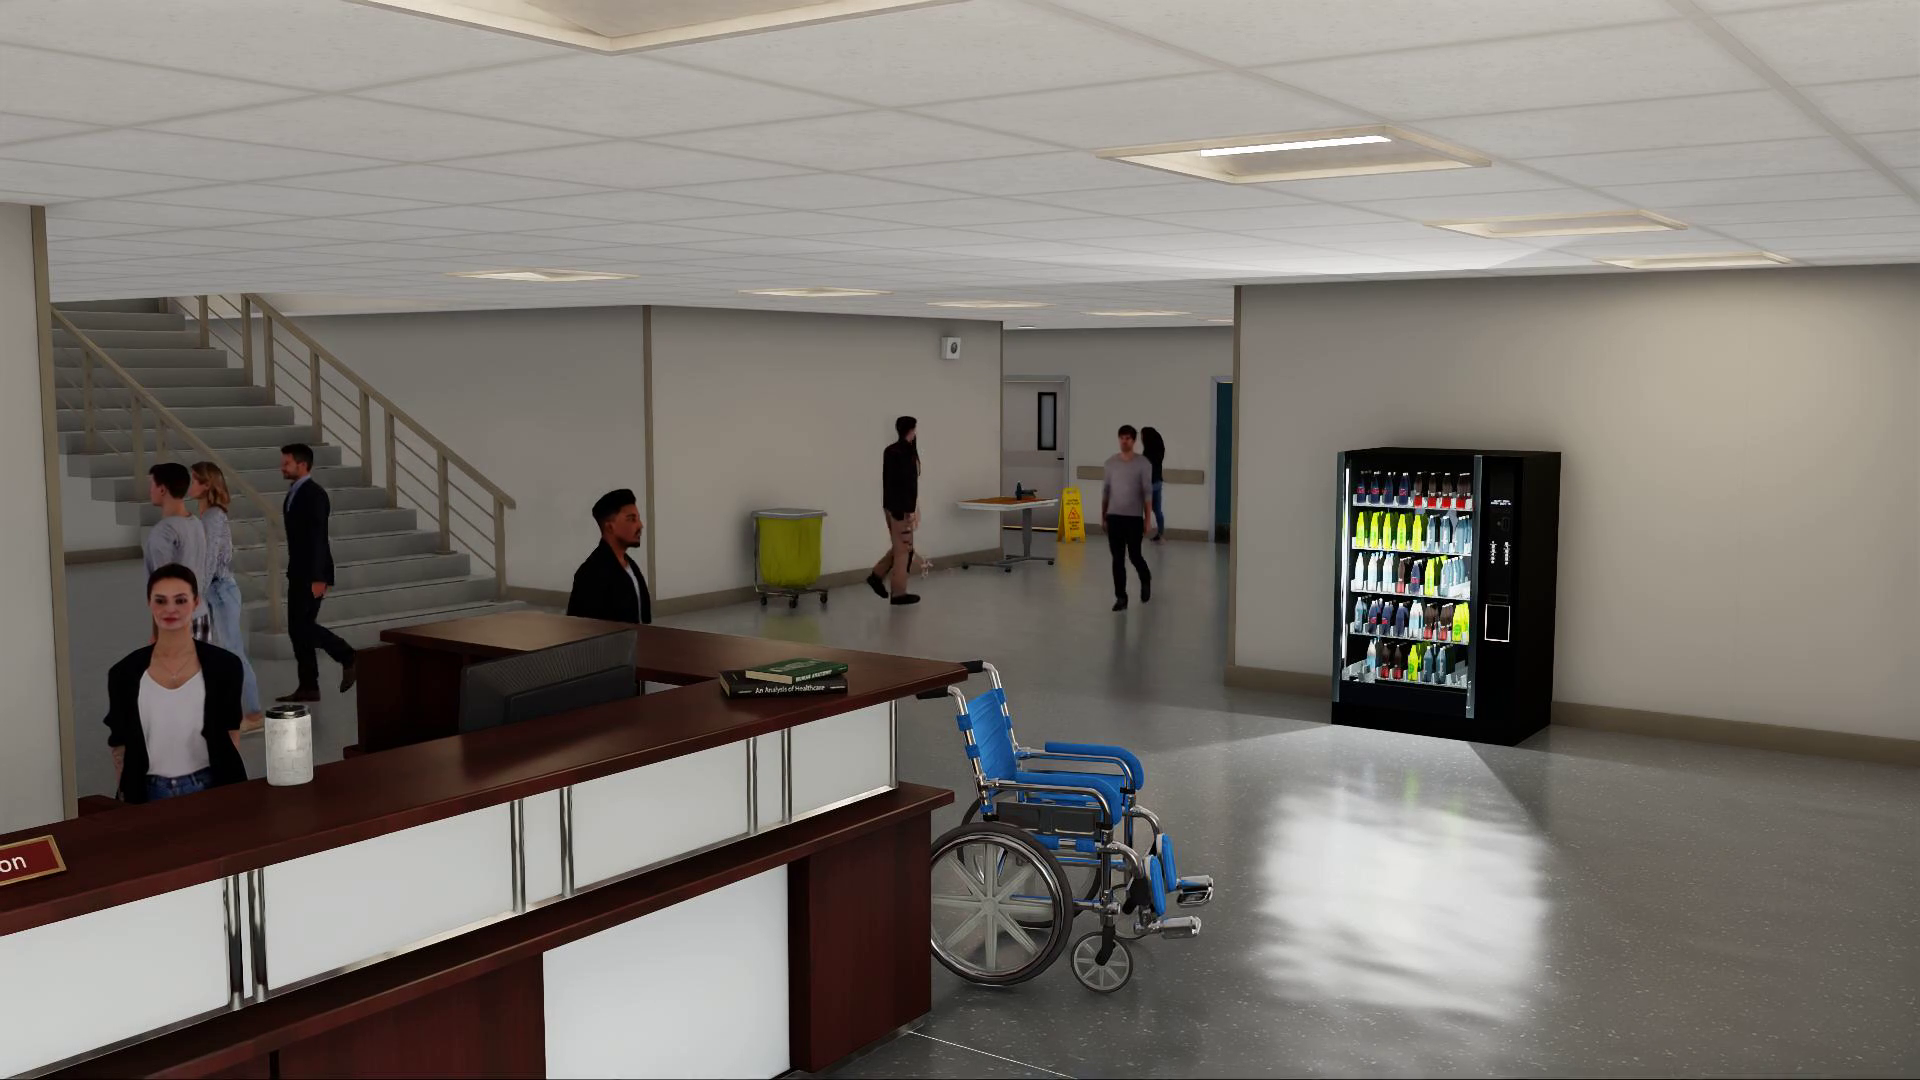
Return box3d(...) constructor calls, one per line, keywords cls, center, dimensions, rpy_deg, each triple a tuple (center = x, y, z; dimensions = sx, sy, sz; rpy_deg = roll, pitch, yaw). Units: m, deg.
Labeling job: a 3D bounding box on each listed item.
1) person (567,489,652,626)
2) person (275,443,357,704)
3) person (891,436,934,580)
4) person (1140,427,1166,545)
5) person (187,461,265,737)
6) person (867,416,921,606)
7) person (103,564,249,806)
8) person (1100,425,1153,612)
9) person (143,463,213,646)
box3d(cls="person", center=(-1.731, 0.659, 7.915), dimensions=(0.916, 1.799, 0.853), rpy_deg=(1, 6, 12))
box3d(cls="person", center=(-4.525, 0.247, 11.768), dimensions=(0.815, 1.847, 0.836), rpy_deg=(-5, 8, -40))
box3d(cls="person", center=(-0.518, -0.291, 17.732), dimensions=(0.822, 1.724, 0.834), rpy_deg=(-3, 7, -29))
box3d(cls="person", center=(2.689, -0.736, 22.792), dimensions=(0.794, 1.596, 0.653), rpy_deg=(6, 8, 44))
box3d(cls="person", center=(-4.665, 0.398, 10.659), dimensions=(0.874, 1.769, 0.927), rpy_deg=(-4, 7, -34))
box3d(cls="person", center=(-0.684, -0.285, 16.755), dimensions=(0.960, 1.907, 0.897), rpy_deg=(-3, 6, -28))
box3d(cls="person", center=(-2.758, 0.921, 5.882), dimensions=(0.718, 1.685, 0.744), rpy_deg=(-2, 6, -20))
box3d(cls="person", center=(1.680, -0.216, 16.455), dimensions=(0.734, 1.831, 0.762), rpy_deg=(3, 7, 28))
box3d(cls="person", center=(-4.419, 0.481, 9.447), dimensions=(0.735, 1.847, 0.714), rpy_deg=(0, 6, 0))
